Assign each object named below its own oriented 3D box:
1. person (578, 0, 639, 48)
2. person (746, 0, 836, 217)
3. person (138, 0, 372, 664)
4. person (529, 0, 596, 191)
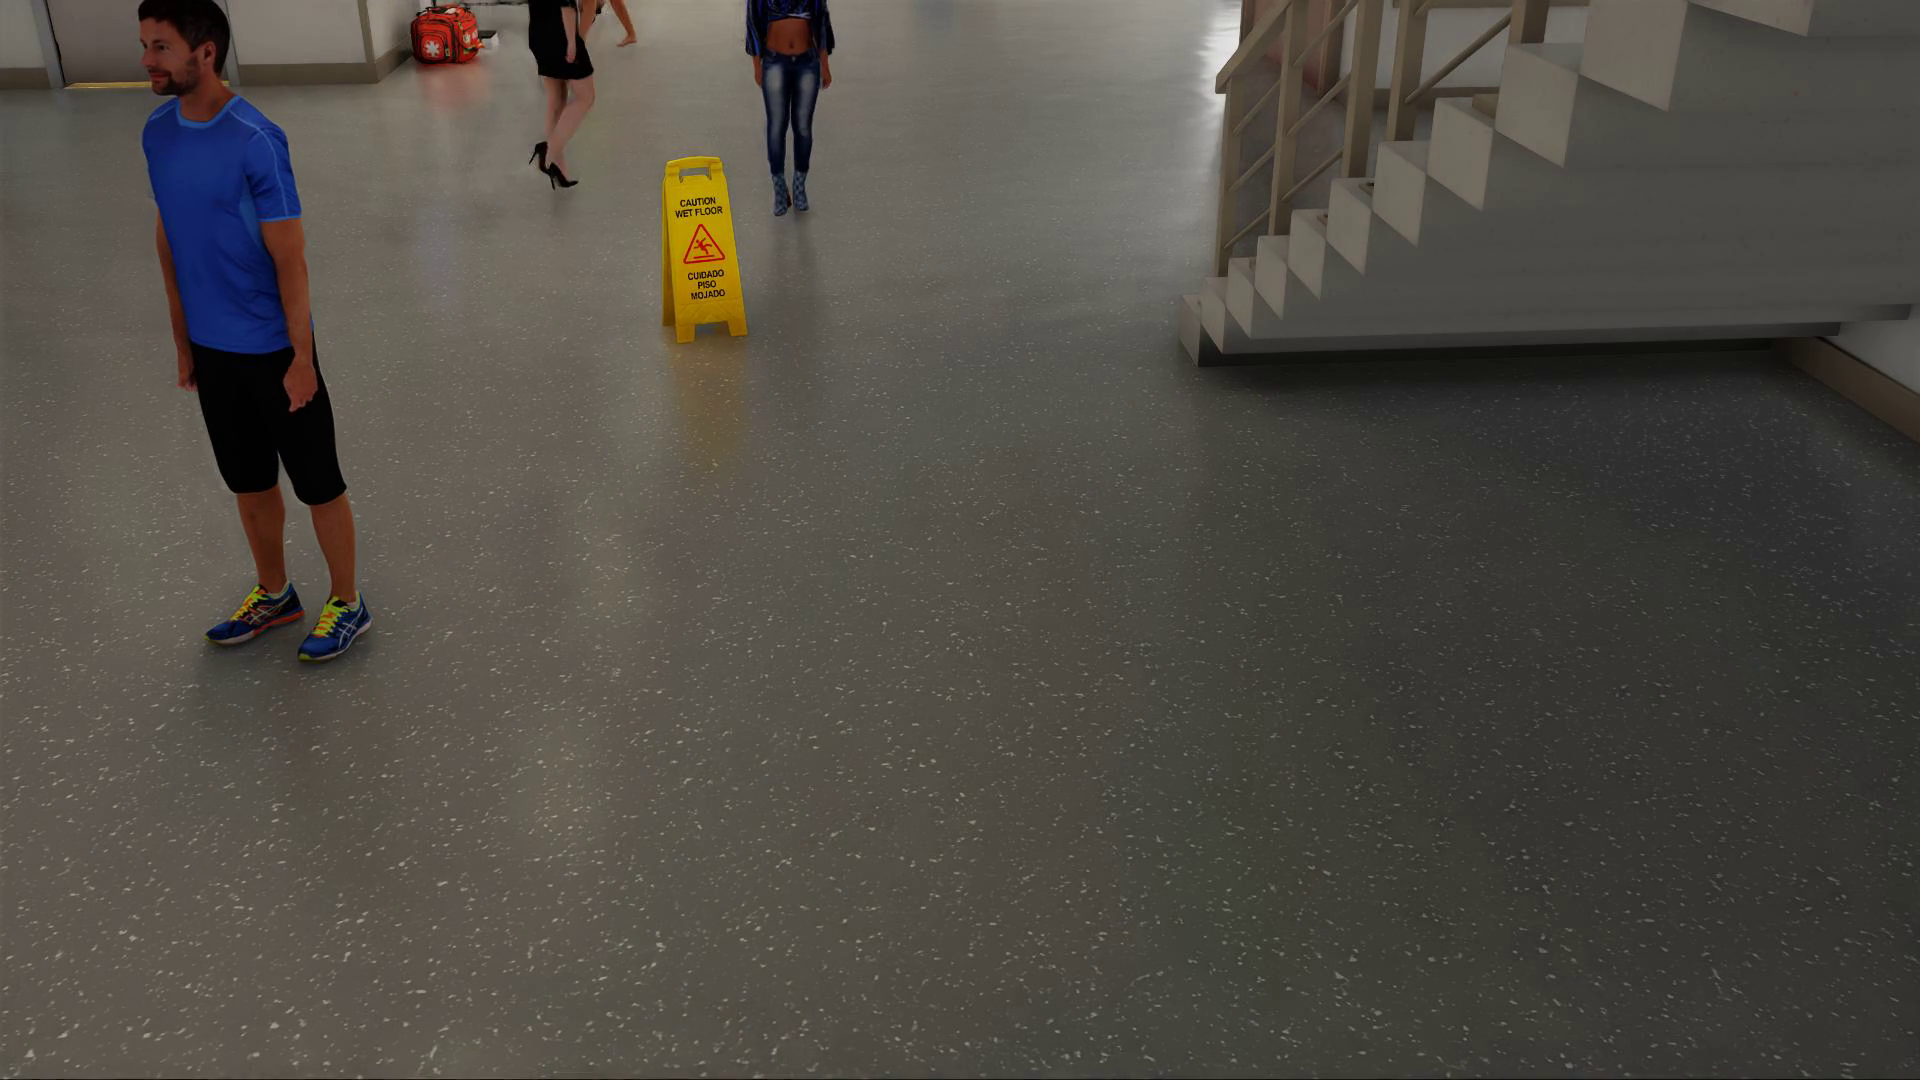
[{"bbox_3d":[-2.980,-4.932,13.893,1.085,1.681,1.148,20,32,35],"label":"person"},{"bbox_3d":[-0.934,-2.617,9.176,0.653,1.608,0.656,-5,26,-11],"label":"person"},{"bbox_3d":[-1.954,-0.561,4.613,0.701,1.868,0.718,10,28,20],"label":"person"},{"bbox_3d":[-2.386,-2.832,9.531,0.778,1.686,0.837,21,33,36],"label":"person"}]
